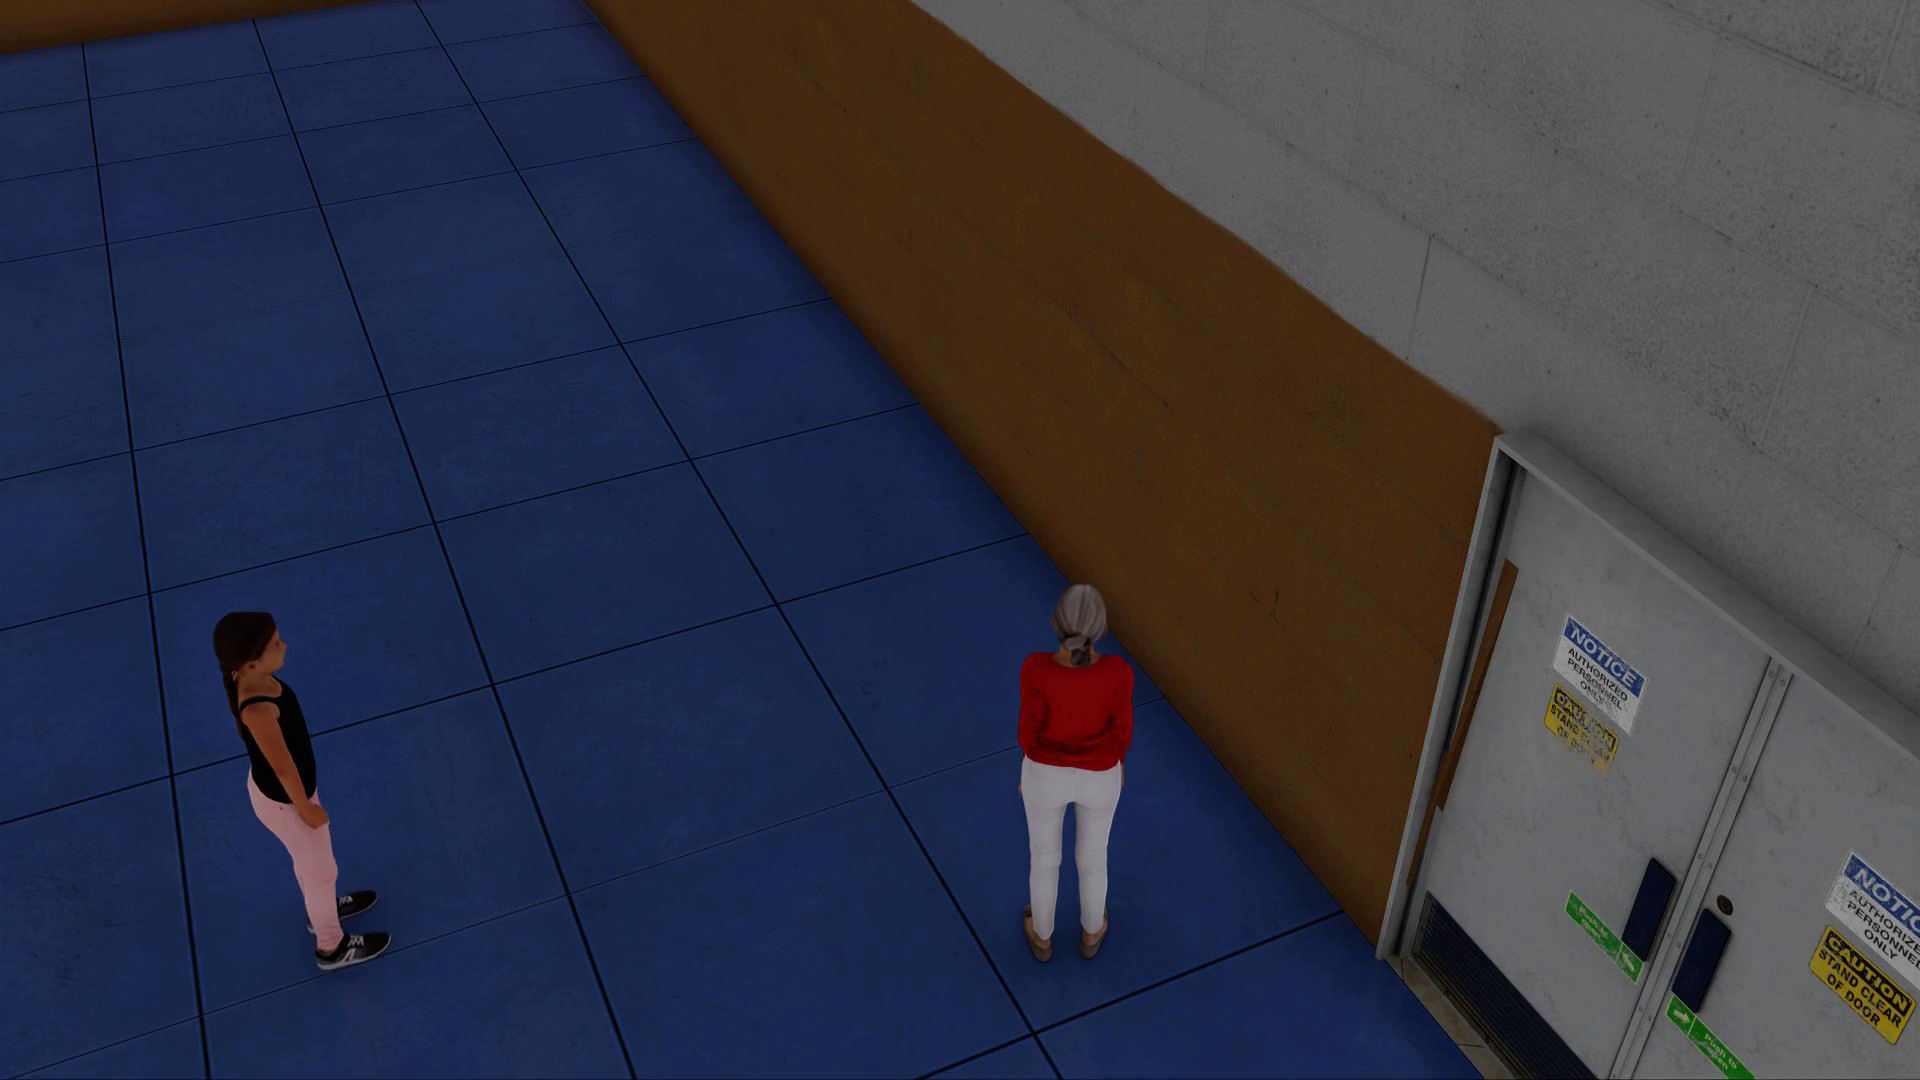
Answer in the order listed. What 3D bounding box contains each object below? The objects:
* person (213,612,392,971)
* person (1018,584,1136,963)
[{"bbox_3d":[-2.325,0.873,5.757,0.525,1.563,0.526,-19,41,-23],"label":"person"},{"bbox_3d":[0.385,0.823,5.714,0.596,1.694,0.690,0,37,-1],"label":"person"}]
